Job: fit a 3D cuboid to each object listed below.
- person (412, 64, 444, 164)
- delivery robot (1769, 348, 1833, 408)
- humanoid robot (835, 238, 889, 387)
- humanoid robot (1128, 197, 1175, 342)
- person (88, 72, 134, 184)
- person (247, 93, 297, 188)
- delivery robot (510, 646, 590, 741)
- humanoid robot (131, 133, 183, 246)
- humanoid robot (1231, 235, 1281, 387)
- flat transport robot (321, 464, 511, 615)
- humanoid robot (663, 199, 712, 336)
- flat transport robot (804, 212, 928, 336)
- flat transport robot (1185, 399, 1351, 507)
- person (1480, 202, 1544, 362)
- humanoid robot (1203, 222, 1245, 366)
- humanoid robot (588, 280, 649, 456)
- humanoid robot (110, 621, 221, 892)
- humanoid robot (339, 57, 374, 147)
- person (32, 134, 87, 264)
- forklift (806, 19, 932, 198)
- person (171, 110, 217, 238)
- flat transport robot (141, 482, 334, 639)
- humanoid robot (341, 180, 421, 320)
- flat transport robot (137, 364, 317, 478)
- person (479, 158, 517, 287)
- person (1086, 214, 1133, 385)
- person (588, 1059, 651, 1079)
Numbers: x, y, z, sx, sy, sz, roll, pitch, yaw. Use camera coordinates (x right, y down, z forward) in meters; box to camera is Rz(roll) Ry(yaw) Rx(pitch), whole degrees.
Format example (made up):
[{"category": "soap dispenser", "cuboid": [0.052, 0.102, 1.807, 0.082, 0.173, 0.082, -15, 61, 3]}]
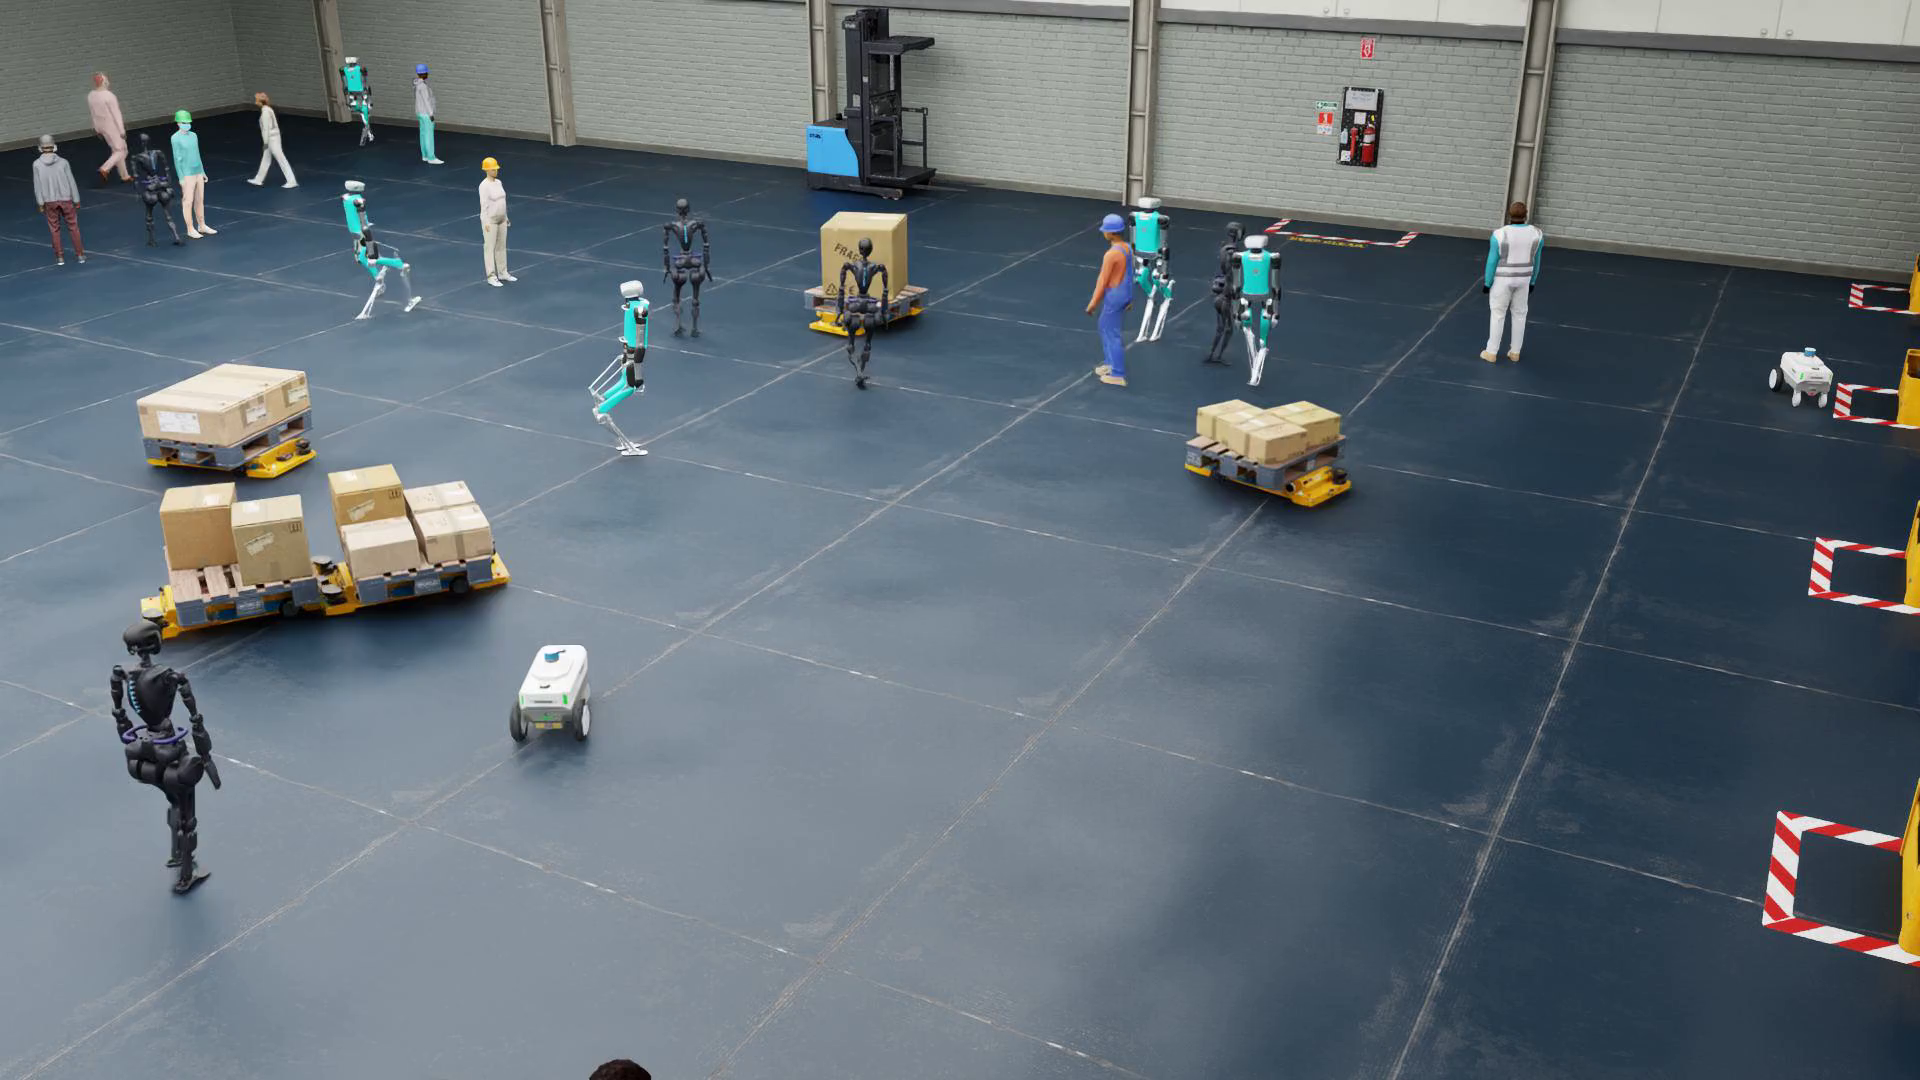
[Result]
[{"category": "person", "cuboid": [-9.750, -7.773, 30.349, 0.358, 1.776, 0.542, -15, 28, -32]}, {"category": "delivery robot", "cuboid": [9.112, -1.774, 17.954, 0.499, 0.614, 0.791, 4, 23, 8]}, {"category": "humanoid robot", "cuboid": [-1.073, -2.488, 18.214, 0.594, 1.645, 0.504, -3, 23, -7]}, {"category": "humanoid robot", "cuboid": [2.335, -3.226, 19.772, 0.544, 1.760, 0.674, 16, 28, 33]}, {"category": "person", "cuboid": [-14.579, -7.037, 28.492, 0.652, 1.889, 0.696, 15, 27, 31]}, {"category": "person", "cuboid": [-11.776, -6.754, 28.193, 0.851, 1.590, 0.519, -7, 24, -15]}, {"category": "delivery robot", "cuboid": [-2.780, 1.036, 11.409, 0.499, 0.611, 0.814, 0, 23, -1]}, {"category": "humanoid robot", "cuboid": [-11.780, -5.119, 24.315, 0.602, 1.642, 0.596, 17, 28, 34]}, {"category": "humanoid robot", "cuboid": [3.251, -2.537, 18.224, 0.563, 1.730, 0.959, 6, 24, 14]}, {"category": "flat transport robot", "cuboid": [-4.425, 0.299, 13.466, 1.431, 0.231, 0.659, -11, 26, -24]}, {"category": "humanoid robot", "cuboid": [-3.286, -3.279, 20.011, 0.588, 1.654, 0.331, -6, 24, -14]}, {"category": "flat transport robot", "cuboid": [-1.150, -2.809, 20.703, 0.659, 0.231, 1.431, 16, 28, 32]}, {"category": "flat transport robot", "cuboid": [2.889, -0.653, 15.682, 1.431, 0.231, 0.659, 21, 31, 40]}, {"category": "person", "cuboid": [6.294, -2.948, 19.043, 0.618, 1.838, 0.430, -1, 23, -3]}, {"category": "humanoid robot", "cuboid": [3.024, -2.803, 18.908, 0.318, 1.645, 0.588, 4, 24, 9]}, {"category": "humanoid robot", "cuboid": [-3.296, -1.620, 15.904, 0.735, 1.677, 0.533, -8, 25, -19]}, {"category": "humanoid robot", "cuboid": [-4.545, 1.225, 9.519, 0.611, 1.645, 0.372, 5, 24, 12]}, {"category": "humanoid robot", "cuboid": [-11.477, -8.422, 31.963, 0.531, 1.749, 1.062, 0, 23, 1]}, {"category": "person", "cuboid": [-12.664, -4.784, 23.356, 0.552, 1.806, 0.381, -11, 26, -24]}, {"category": "forklift", "cuboid": [-1.573, -7.292, 27.850, 1.873, 2.768, 1.129, 12, 26, 25]}, {"category": "person", "cuboid": [-11.505, -5.483, 24.897, 0.363, 1.872, 0.512, 8, 24, 18]}, {"category": "flat transport robot", "cuboid": [-5.657, 0.452, 13.111, 1.431, 0.231, 0.659, -11, 26, -25]}, {"category": "humanoid robot", "cuboid": [-7.222, -3.650, 20.867, 1.018, 1.786, 0.531, -18, 29, -36]}, {"category": "flat transport robot", "cuboid": [-7.066, -0.856, 16.155, 1.431, 0.231, 0.659, 7, 24, 15]}, {"category": "person", "cuboid": [-6.236, -4.270, 22.290, 0.315, 1.698, 0.474, 9, 25, 20]}, {"category": "person", "cuboid": [1.633, -2.648, 18.273, 0.579, 1.887, 0.550, 13, 26, 27]}, {"category": "person", "cuboid": [-1.176, 2.642, 5.924, 0.390, 1.920, 0.587, -3, 23, -7]}]
